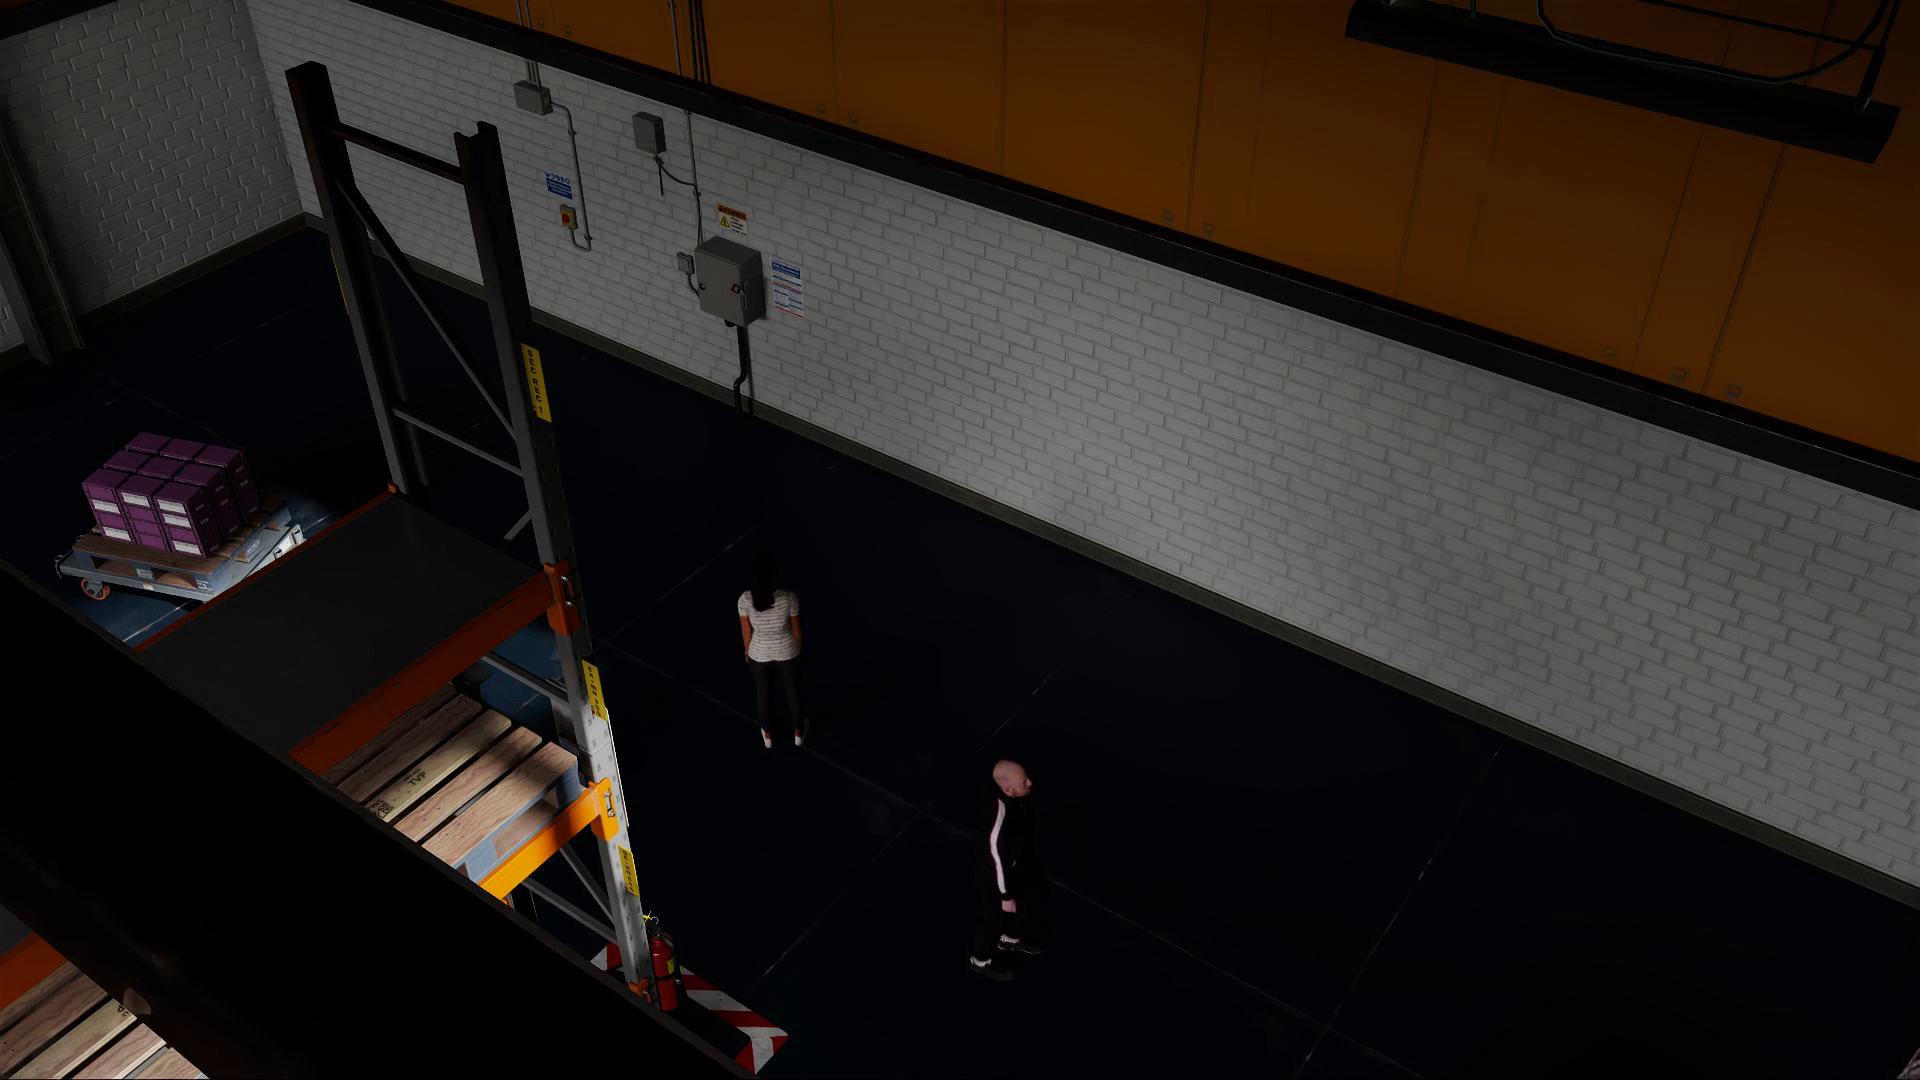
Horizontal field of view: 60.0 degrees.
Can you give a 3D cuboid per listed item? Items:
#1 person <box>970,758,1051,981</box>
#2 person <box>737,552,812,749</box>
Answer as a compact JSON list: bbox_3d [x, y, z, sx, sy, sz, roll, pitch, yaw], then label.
[{"bbox_3d":[0.161,1.901,9.713,0.859,1.820,0.738,9,39,11],"label":"person"},{"bbox_3d":[-1.261,0.760,11.286,0.652,1.642,0.688,-1,39,-1],"label":"person"}]
